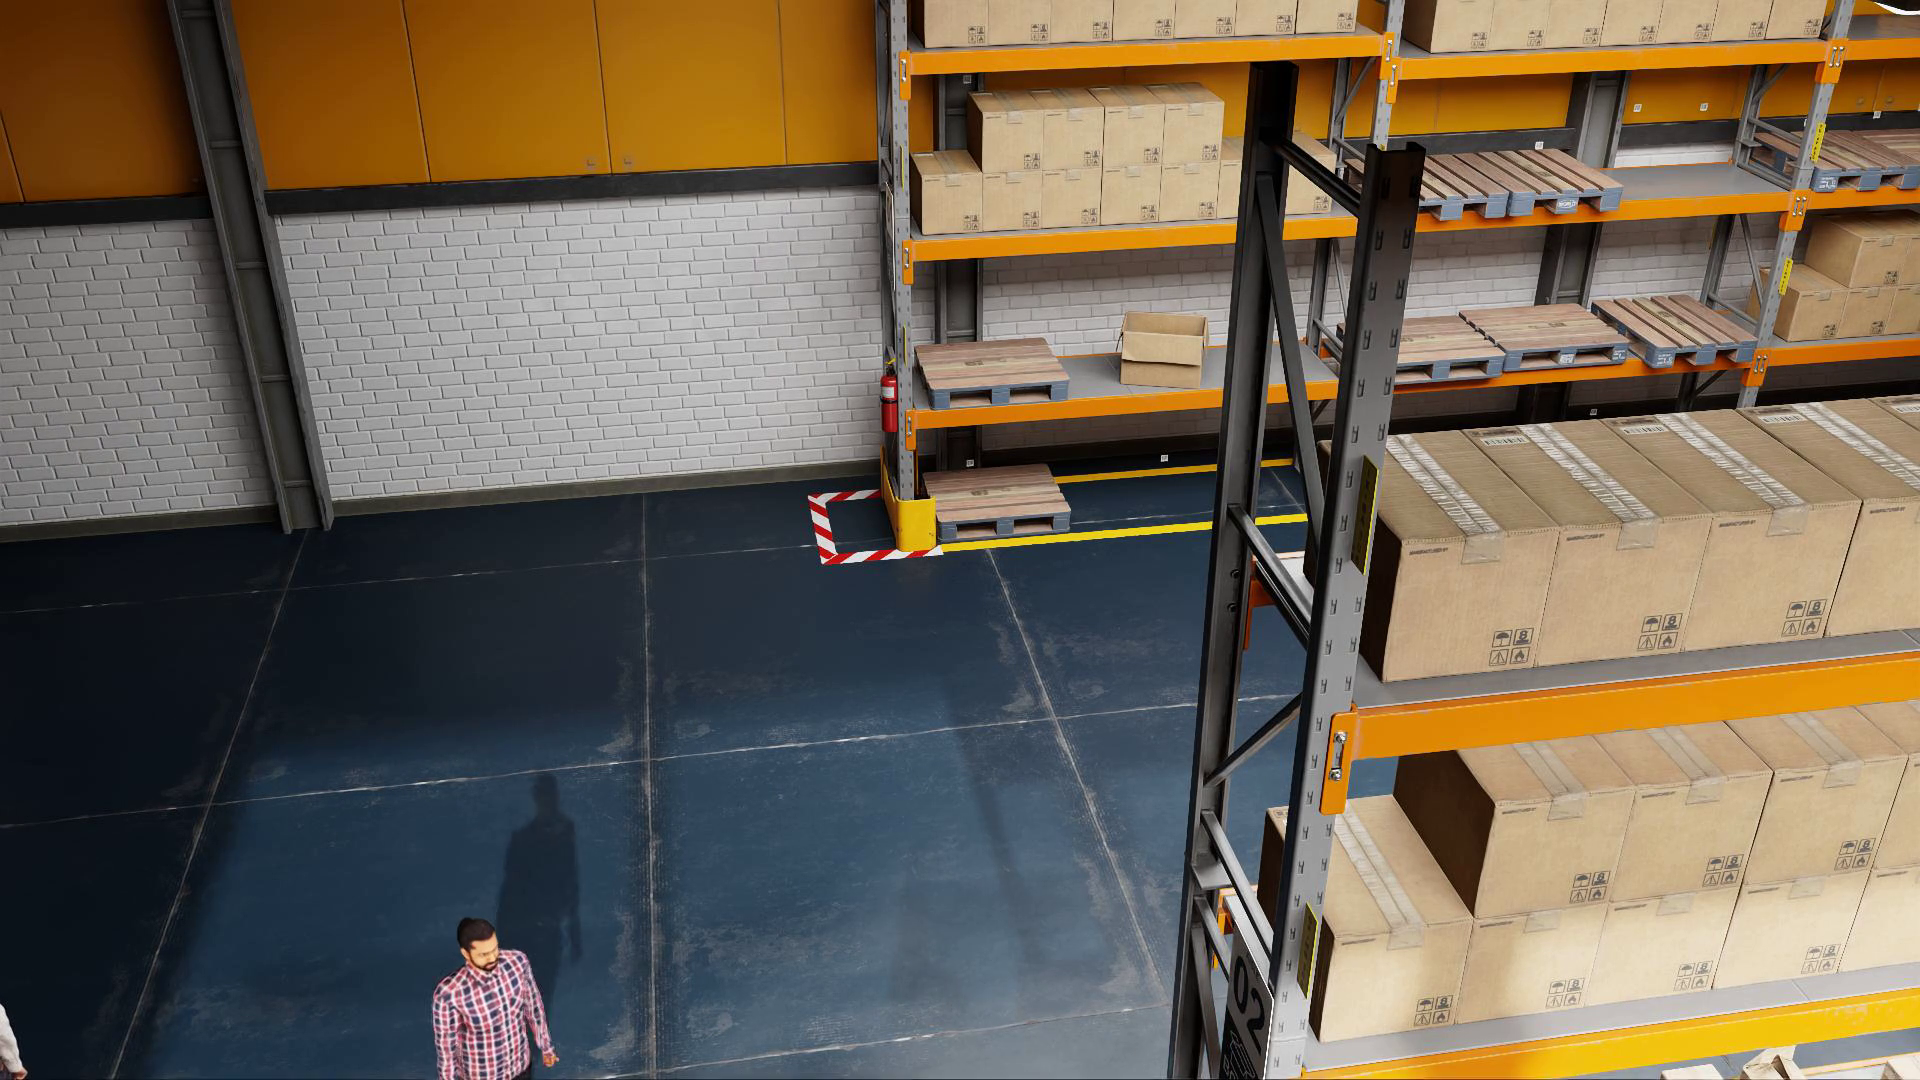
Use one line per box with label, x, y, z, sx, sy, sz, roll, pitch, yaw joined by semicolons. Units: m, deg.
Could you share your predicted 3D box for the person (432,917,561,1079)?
person;-2.370;2.570;8.326;0.944;1.751;0.877;23;36;35
